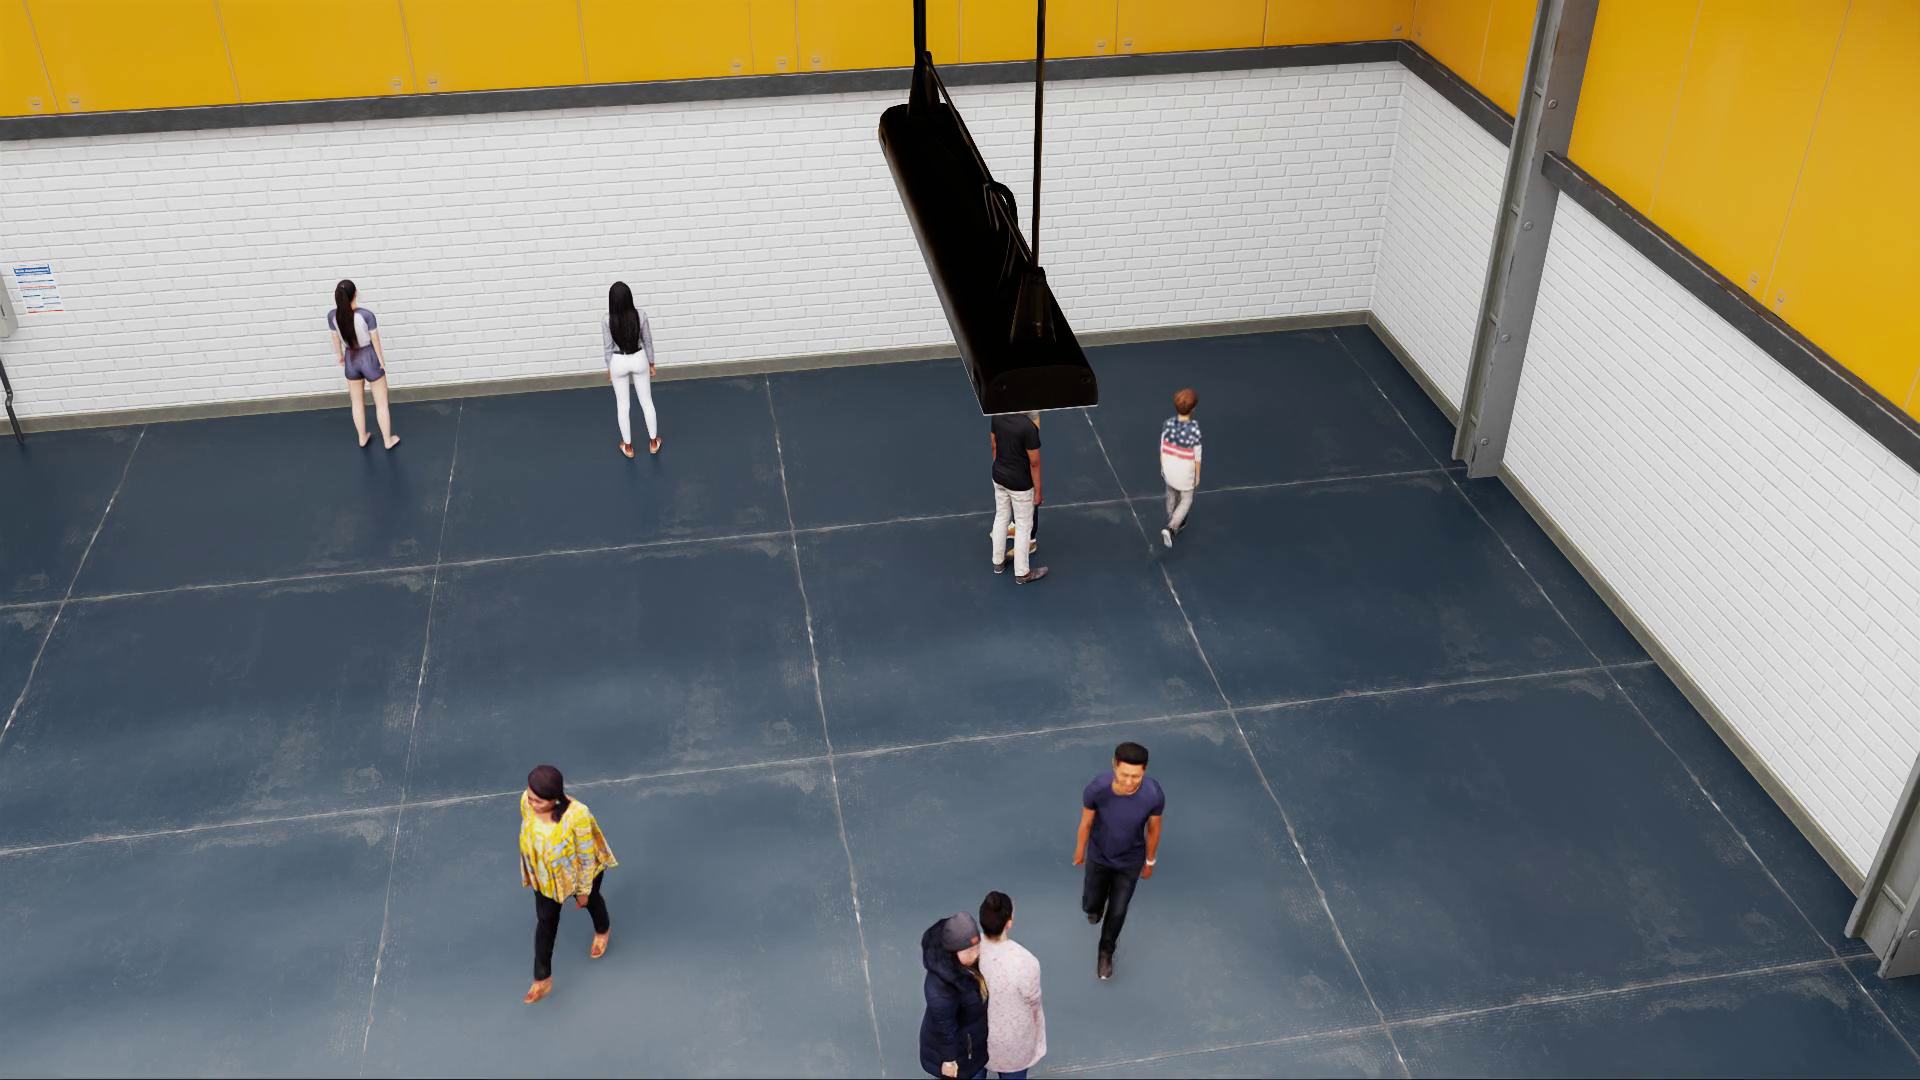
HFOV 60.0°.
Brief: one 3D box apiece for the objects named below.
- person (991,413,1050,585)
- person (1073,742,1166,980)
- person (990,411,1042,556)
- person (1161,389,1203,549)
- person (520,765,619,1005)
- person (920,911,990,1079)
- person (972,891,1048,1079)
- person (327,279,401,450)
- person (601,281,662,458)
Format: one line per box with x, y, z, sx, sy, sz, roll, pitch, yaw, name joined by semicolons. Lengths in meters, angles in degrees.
0.441;-0.475;13.414;0.732;1.805;0.818;28;43;35;person
0.949;1.831;9.976;0.820;1.770;0.931;7;34;10;person
0.496;-0.735;13.725;0.764;1.894;0.558;-12;36;-18;person
1.812;-0.584;13.920;0.806;1.427;0.886;20;38;27;person
-2.302;1.935;9.955;0.959;1.621;1.116;9;35;14;person
-0.027;2.611;8.891;0.838;1.672;0.734;9;35;13;person
0.186;2.552;8.913;0.800;1.745;0.818;13;36;19;person
-5.487;-1.605;15.260;0.654;1.642;0.620;3;34;5;person
-3.002;-1.567;15.129;0.623;1.725;0.552;-10;35;-14;person
